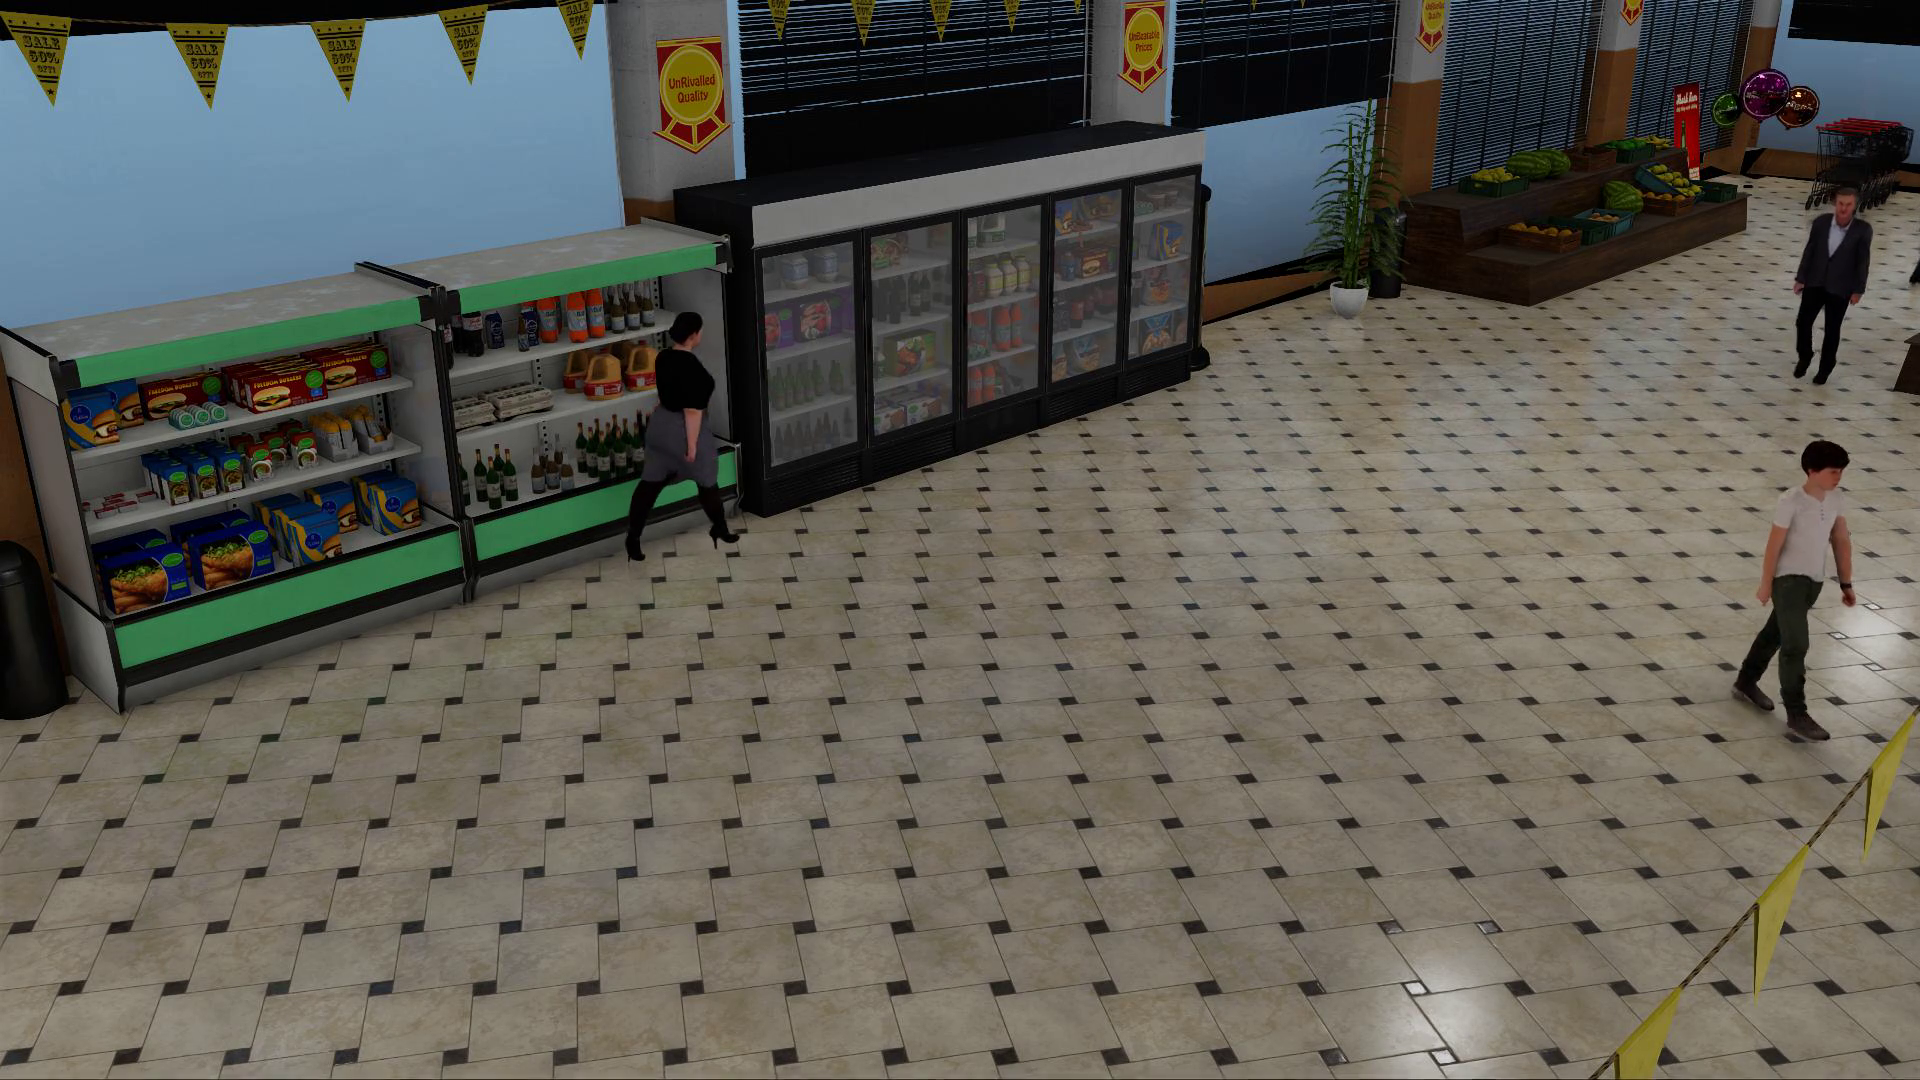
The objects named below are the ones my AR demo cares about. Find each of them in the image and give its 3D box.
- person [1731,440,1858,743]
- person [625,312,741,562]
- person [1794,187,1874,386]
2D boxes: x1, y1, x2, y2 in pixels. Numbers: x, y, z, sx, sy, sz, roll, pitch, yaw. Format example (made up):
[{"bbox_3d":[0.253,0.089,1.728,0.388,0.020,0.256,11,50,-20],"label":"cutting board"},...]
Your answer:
[{"bbox_3d":[4.537,0.216,9.160,1.004,1.621,0.895,-9,24,-22],"label":"person"},{"bbox_3d":[-1.957,-0.635,11.160,0.695,1.710,1.085,19,29,39],"label":"person"},{"bbox_3d":[8.004,-2.346,15.278,0.801,1.813,0.657,16,27,35],"label":"person"}]
